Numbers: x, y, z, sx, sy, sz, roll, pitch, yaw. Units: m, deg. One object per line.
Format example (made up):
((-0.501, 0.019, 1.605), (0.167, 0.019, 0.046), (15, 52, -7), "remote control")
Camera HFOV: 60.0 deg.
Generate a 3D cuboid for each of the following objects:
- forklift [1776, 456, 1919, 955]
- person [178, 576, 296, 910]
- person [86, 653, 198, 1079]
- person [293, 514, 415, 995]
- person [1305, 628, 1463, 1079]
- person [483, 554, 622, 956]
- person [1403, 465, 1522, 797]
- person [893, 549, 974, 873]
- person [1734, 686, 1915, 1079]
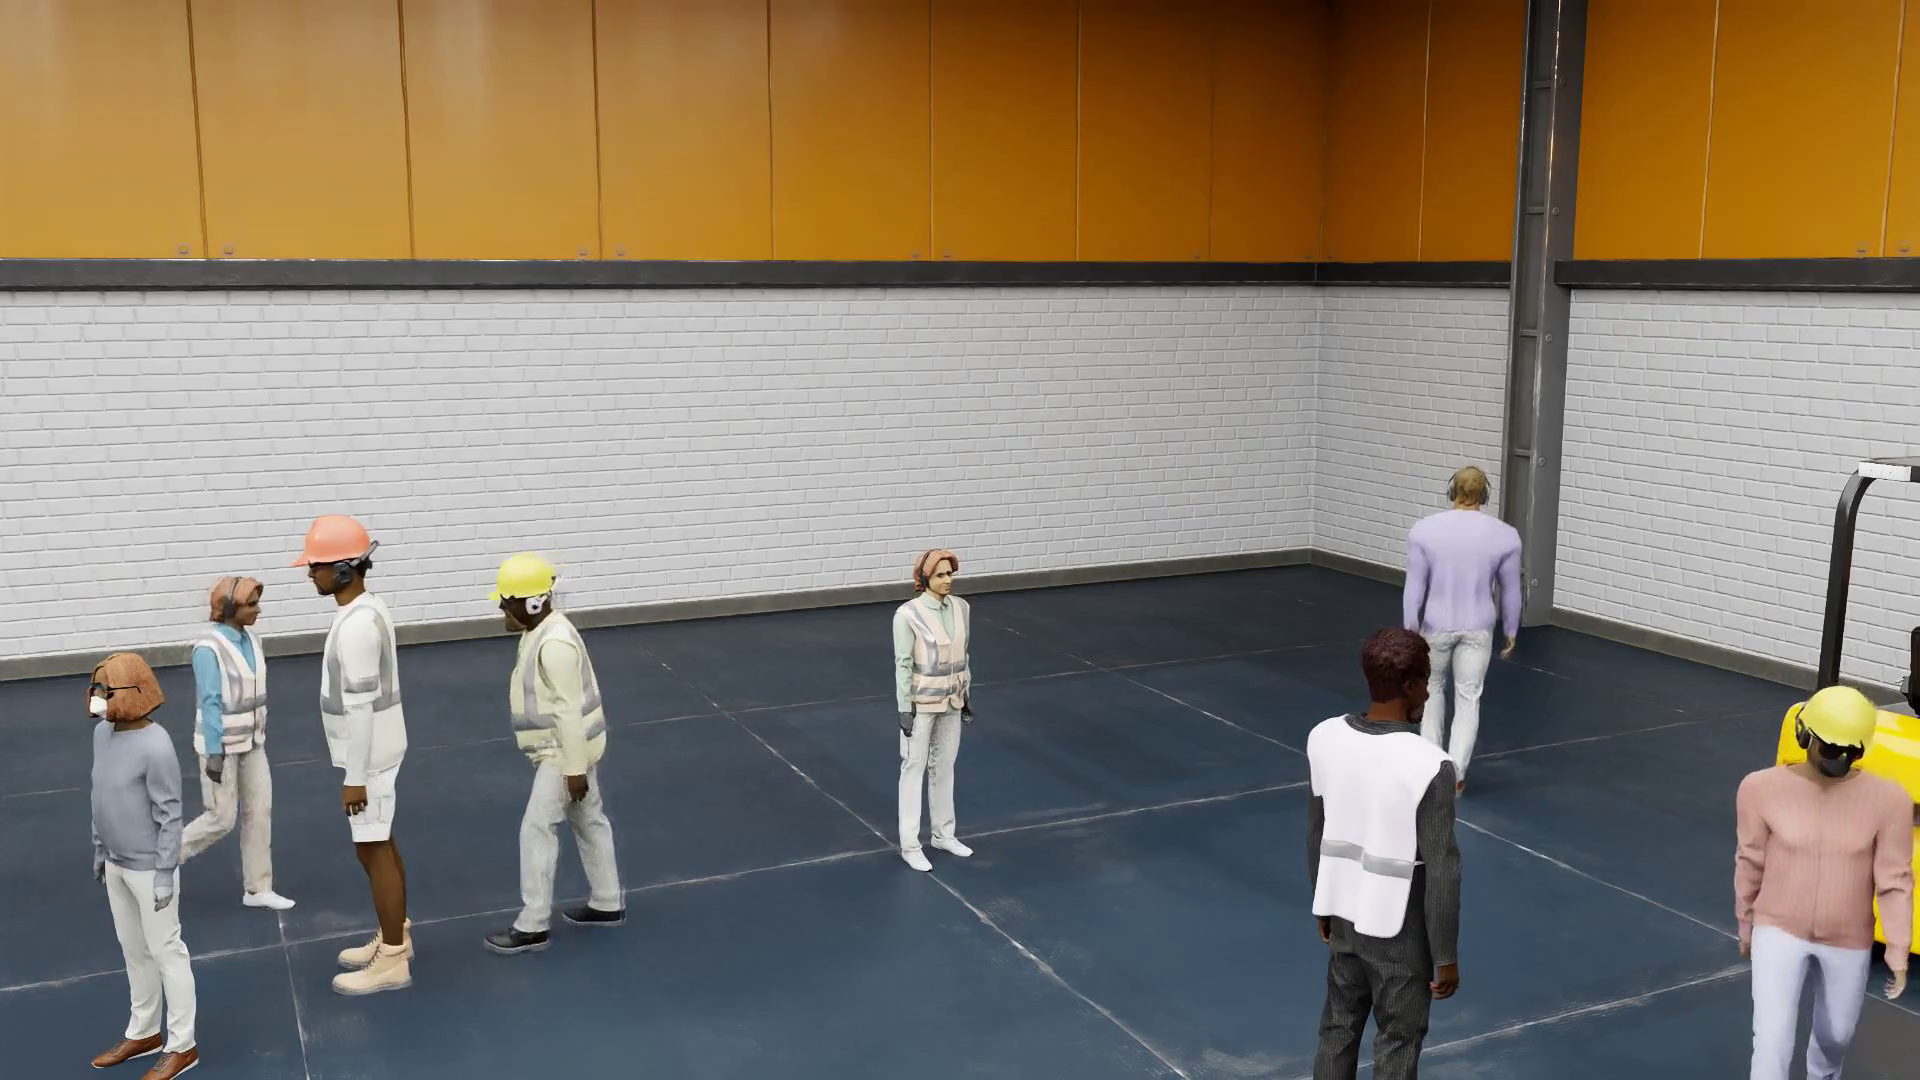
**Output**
((4.857, 0.731, 7.561), (2.313, 2.155, 1.214), (-4, 10, -25), "forklift")
((-3.509, 0.968, 7.867), (0.602, 1.613, 0.532), (1, 9, 8), "person")
((-3.093, 1.221, 6.243), (0.500, 1.636, 0.281), (6, 11, 33), "person")
((-2.552, 0.899, 7.034), (0.410, 2.035, 0.601), (-3, 10, -20), "person")
((1.347, 1.226, 5.347), (0.392, 1.917, 0.592), (-6, 11, -34), "person")
((-1.874, 0.950, 7.482), (0.696, 1.793, 0.624), (-3, 10, -18), "person")
((2.953, 0.507, 9.808), (0.666, 1.914, 0.780), (3, 9, 15), "person")
((-0.135, 0.853, 8.517), (0.308, 1.640, 0.511), (9, 13, 43), "person")
((2.852, 1.287, 5.557), (0.529, 1.724, 0.814), (3, 10, 21), "person")
